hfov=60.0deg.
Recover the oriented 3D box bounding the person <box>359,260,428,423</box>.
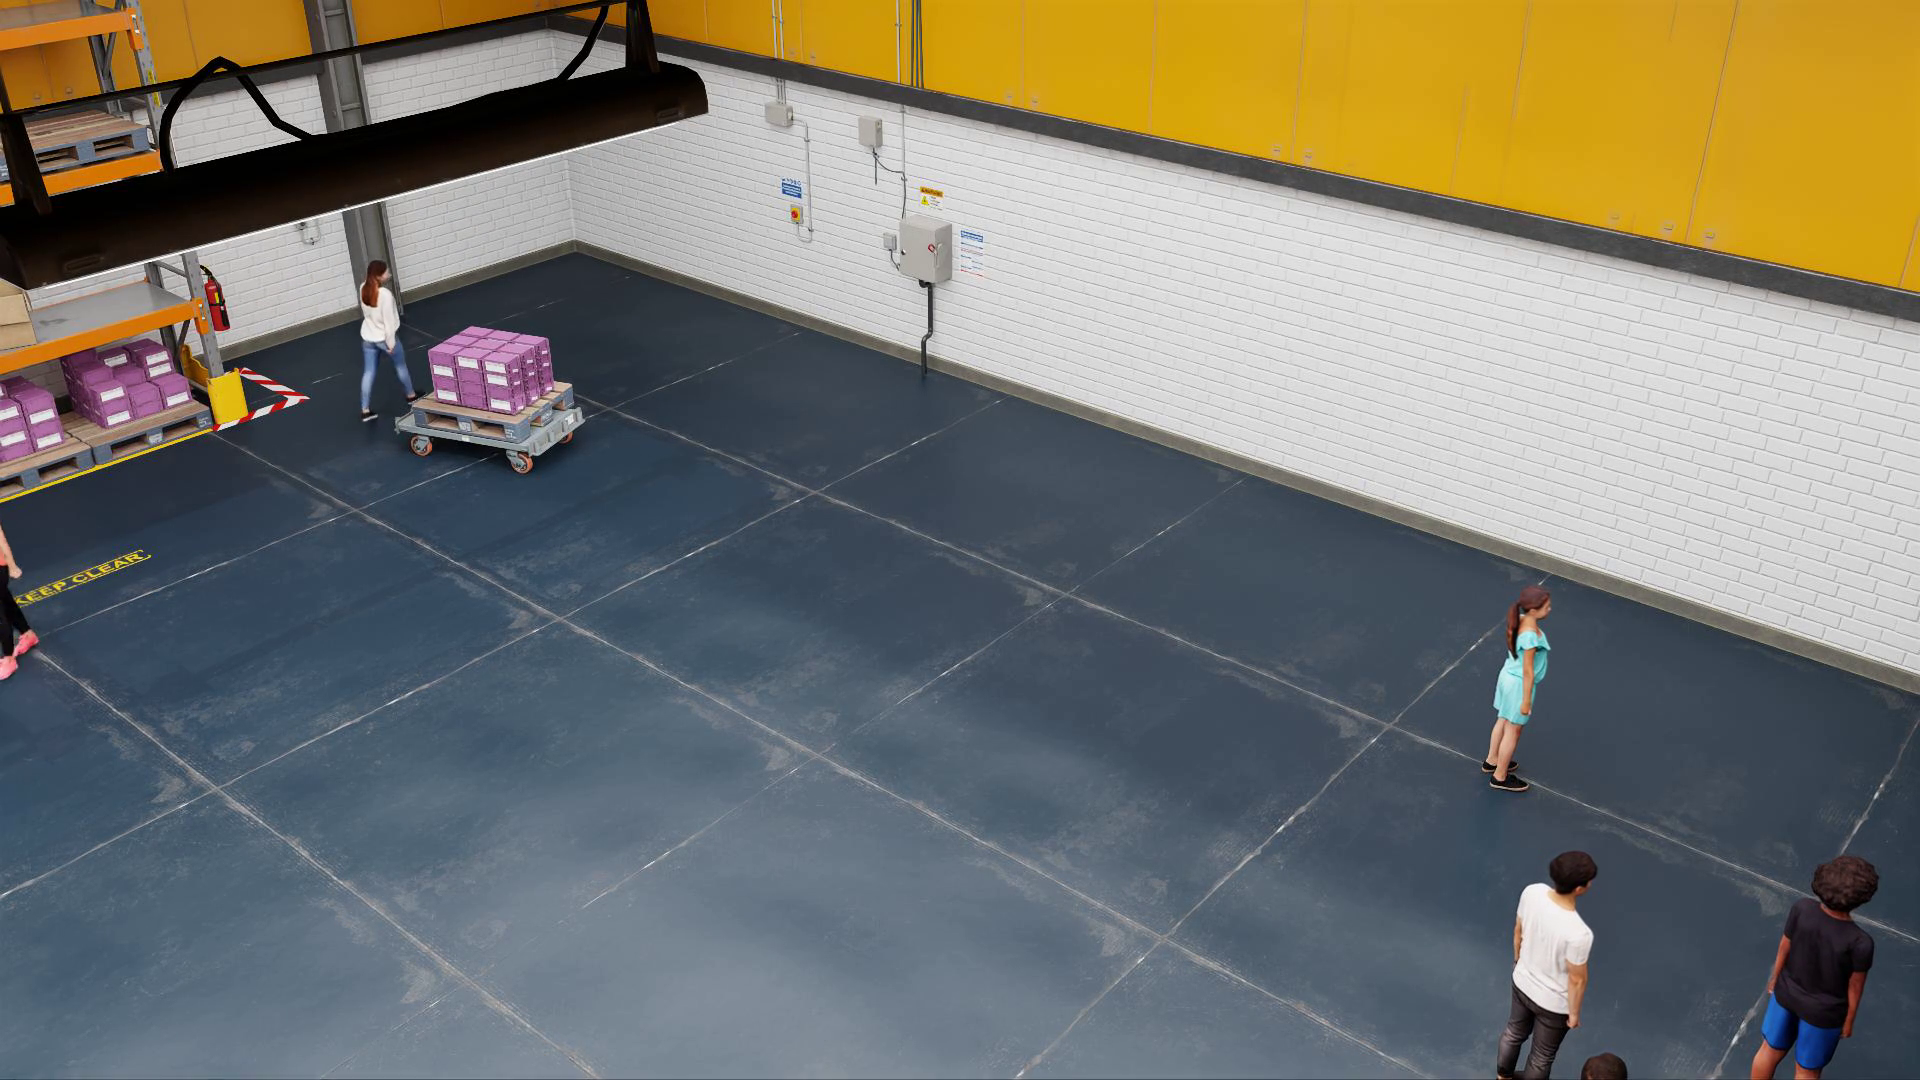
[{"bbox_3d":[-5.910,-1.980,16.788,0.830,1.649,1.159,12,31,21],"label":"person"}]

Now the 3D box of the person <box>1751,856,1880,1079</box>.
[{"bbox_3d":[4.413,2.383,8.630,0.656,1.800,0.664,-19,34,-30],"label":"person"}]

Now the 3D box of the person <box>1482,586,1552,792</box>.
[{"bbox_3d":[3.839,0.994,11.429,0.699,1.558,0.624,1,29,1],"label":"person"}]

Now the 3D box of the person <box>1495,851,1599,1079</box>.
[{"bbox_3d":[3.090,2.339,8.793,0.688,1.721,0.703,-12,31,-20],"label":"person"}]

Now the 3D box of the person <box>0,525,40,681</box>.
[{"bbox_3d":[-7.434,0.168,12.829,0.830,1.668,0.977,5,29,9],"label":"person"}]
